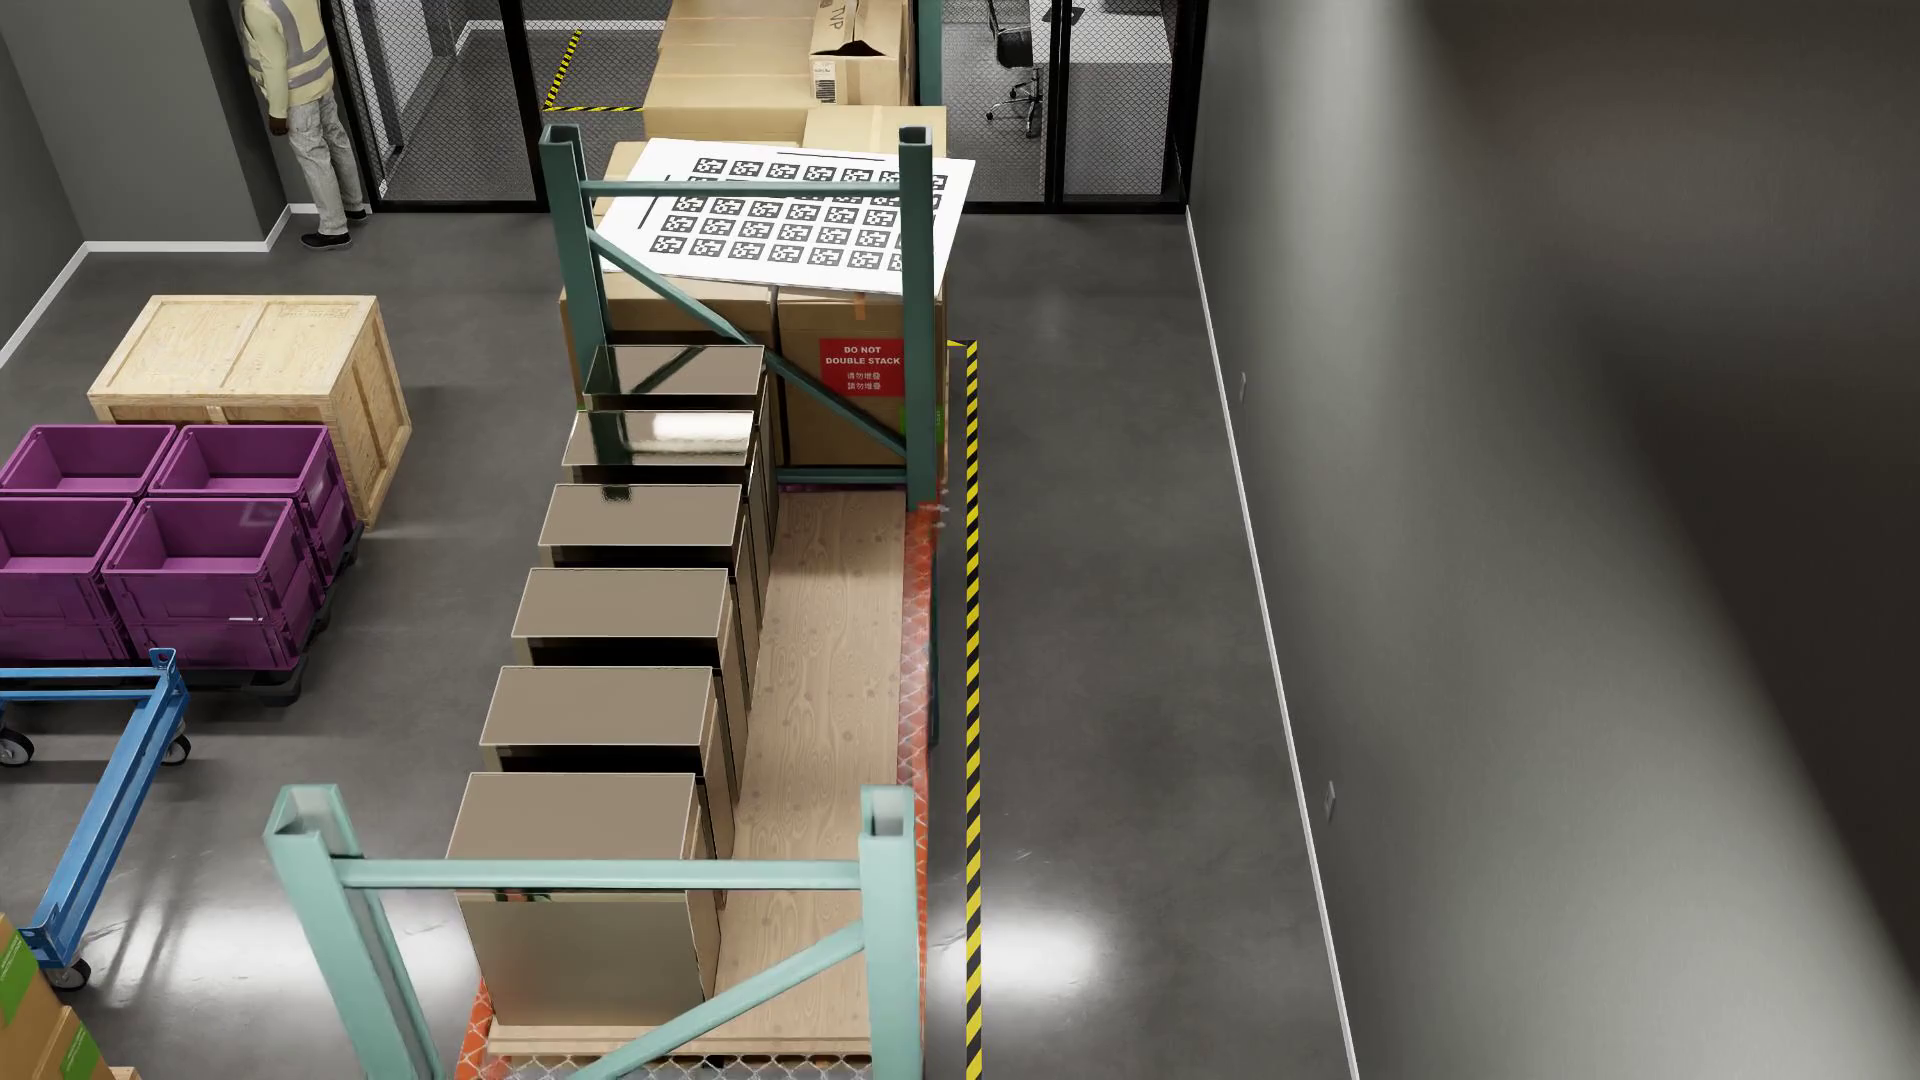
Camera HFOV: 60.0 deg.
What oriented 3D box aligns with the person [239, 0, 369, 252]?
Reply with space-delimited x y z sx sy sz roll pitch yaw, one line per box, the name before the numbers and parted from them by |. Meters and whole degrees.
person | -3.478 -2.388 8.693 0.403 1.835 0.588 5 41 6
